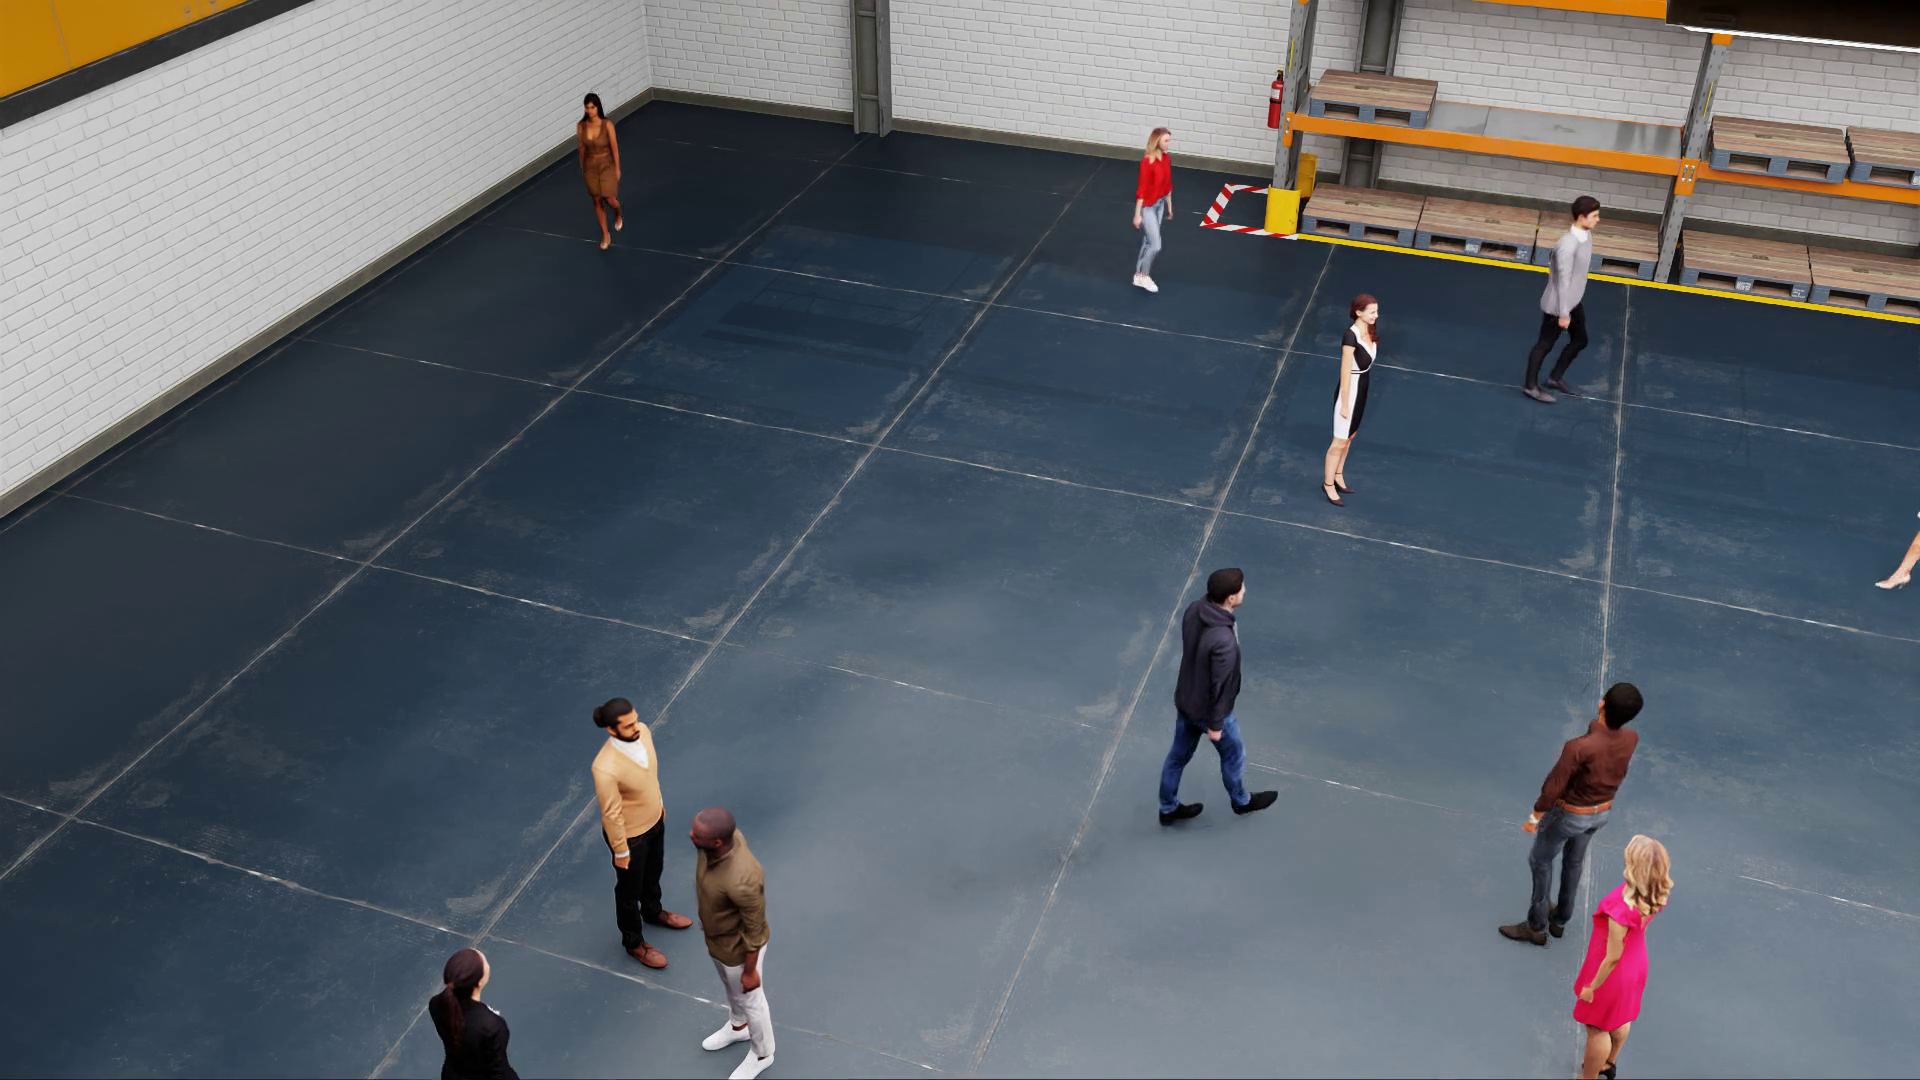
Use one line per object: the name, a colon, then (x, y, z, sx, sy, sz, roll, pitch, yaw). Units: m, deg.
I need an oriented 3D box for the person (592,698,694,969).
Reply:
person: (-1.785, 1.568, 9.142, 0.575, 1.754, 0.662, 10, 35, 15)

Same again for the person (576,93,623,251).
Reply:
person: (-3.748, -3.888, 17.424, 0.717, 1.674, 0.718, 3, 34, 4)

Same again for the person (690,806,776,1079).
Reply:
person: (-1.141, 2.008, 8.417, 0.861, 1.824, 0.770, -18, 38, -25)

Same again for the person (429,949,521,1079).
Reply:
person: (-2.258, 2.625, 7.658, 0.628, 1.637, 0.667, 15, 37, 22)

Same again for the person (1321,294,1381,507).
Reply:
person: (3.091, -1.120, 13.148, 0.546, 1.796, 0.622, 19, 38, 26)

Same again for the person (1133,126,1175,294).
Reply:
person: (1.840, -3.296, 16.514, 0.700, 1.695, 0.715, 24, 40, 31)

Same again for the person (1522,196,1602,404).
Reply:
person: (5.176, -2.105, 14.527, 0.830, 1.910, 0.842, 26, 42, 34)

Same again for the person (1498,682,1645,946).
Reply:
person: (3.406, 1.526, 9.197, 0.729, 1.763, 0.812, -18, 38, -25)

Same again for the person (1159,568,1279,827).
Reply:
person: (1.377, 0.988, 9.913, 1.119, 1.868, 1.032, -11, 35, -16)

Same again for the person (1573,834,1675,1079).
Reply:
person: (3.280, 2.149, 8.292, 0.663, 1.728, 0.686, -25, 41, -32)
